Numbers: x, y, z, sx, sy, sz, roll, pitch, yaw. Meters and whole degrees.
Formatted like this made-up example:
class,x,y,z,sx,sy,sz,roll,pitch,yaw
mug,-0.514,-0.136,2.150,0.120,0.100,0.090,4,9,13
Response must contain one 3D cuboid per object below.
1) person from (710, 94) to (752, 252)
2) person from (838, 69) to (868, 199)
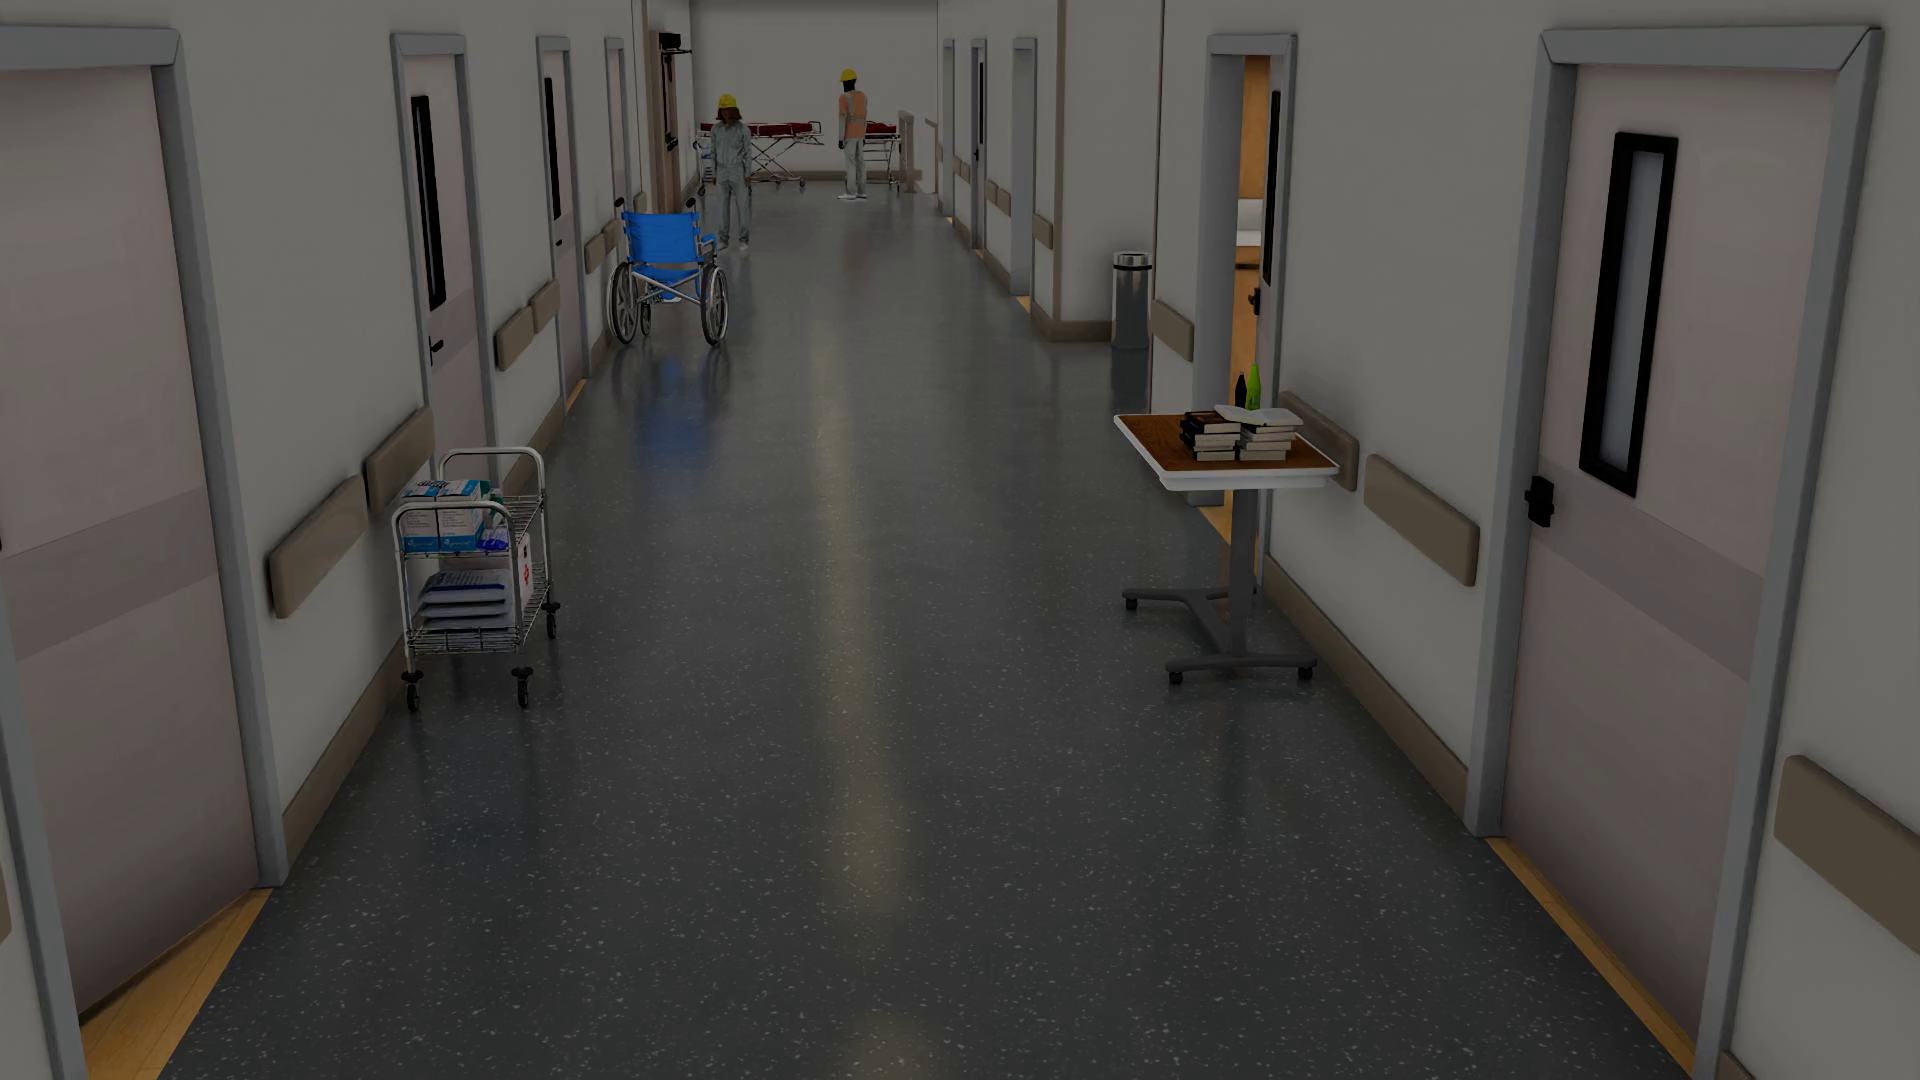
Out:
class,x,y,z,sx,sy,sz,roll,pitch,yaw
person,-2.583,-4.130,18.761,0.487,1.744,0.312,4,17,14
person,-1.634,-6.115,25.100,0.397,1.920,0.586,12,20,35
